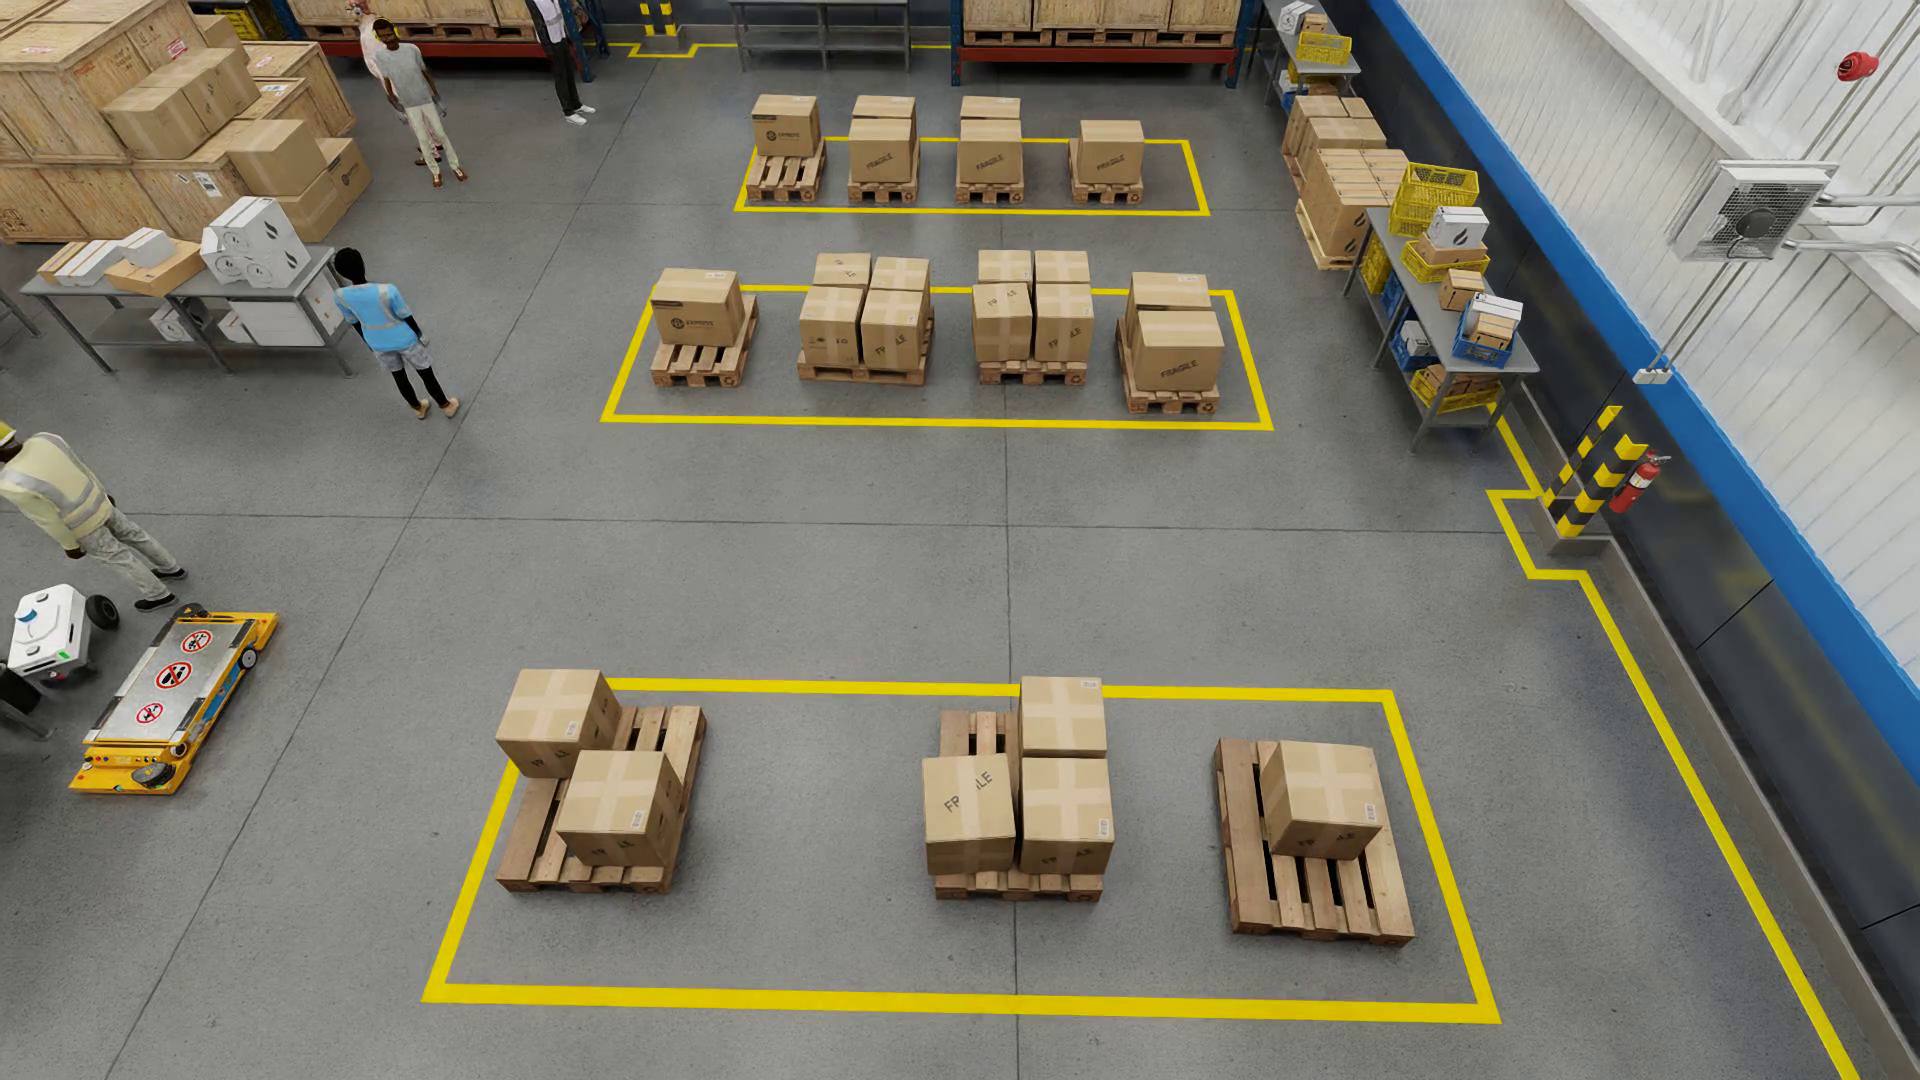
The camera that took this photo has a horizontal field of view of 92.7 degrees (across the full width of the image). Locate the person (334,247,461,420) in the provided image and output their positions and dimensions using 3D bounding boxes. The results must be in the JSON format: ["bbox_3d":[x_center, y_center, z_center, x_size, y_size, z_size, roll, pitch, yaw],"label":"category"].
[{"bbox_3d":[-4.873,-1.723,7.883,0.536,1.694,0.320,-4,50,-4],"label":"person"}]

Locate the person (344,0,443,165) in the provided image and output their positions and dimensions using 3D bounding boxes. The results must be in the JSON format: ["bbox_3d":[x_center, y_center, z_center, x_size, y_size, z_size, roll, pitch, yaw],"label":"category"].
[{"bbox_3d":[-6.765,-5.481,10.933,0.398,1.899,0.639,-11,51,-10],"label":"person"}]

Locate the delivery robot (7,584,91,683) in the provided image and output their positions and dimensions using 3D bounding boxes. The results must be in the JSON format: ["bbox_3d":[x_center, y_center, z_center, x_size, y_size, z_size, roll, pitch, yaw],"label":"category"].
[{"bbox_3d":[-6.506,0.659,6.543,0.477,0.478,0.707,-21,53,-18],"label":"delivery robot"}]

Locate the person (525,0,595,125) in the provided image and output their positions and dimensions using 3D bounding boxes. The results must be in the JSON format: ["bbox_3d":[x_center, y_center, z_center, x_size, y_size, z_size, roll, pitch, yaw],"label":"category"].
[{"bbox_3d":[-5.139,-6.326,11.630,0.374,1.917,0.597,5,50,4],"label":"person"}]

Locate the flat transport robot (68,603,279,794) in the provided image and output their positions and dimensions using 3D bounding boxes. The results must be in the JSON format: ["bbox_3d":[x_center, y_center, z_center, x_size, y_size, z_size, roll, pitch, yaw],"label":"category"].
[{"bbox_3d":[-5.504,1.072,6.442,0.652,0.197,1.431,1,50,1],"label":"flat transport robot"}]

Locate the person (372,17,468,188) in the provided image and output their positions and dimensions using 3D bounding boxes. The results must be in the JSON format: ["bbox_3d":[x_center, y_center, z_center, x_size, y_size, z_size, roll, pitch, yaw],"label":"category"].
[{"bbox_3d":[-6.241,-5.026,10.562,0.528,1.869,0.313,-24,54,-19],"label":"person"}]

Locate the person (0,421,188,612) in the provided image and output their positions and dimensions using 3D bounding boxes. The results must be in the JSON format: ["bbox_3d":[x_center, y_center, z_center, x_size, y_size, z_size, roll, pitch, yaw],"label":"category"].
[{"bbox_3d":[-6.226,-0.171,6.477,0.404,1.834,0.591,-7,50,-6],"label":"person"}]
